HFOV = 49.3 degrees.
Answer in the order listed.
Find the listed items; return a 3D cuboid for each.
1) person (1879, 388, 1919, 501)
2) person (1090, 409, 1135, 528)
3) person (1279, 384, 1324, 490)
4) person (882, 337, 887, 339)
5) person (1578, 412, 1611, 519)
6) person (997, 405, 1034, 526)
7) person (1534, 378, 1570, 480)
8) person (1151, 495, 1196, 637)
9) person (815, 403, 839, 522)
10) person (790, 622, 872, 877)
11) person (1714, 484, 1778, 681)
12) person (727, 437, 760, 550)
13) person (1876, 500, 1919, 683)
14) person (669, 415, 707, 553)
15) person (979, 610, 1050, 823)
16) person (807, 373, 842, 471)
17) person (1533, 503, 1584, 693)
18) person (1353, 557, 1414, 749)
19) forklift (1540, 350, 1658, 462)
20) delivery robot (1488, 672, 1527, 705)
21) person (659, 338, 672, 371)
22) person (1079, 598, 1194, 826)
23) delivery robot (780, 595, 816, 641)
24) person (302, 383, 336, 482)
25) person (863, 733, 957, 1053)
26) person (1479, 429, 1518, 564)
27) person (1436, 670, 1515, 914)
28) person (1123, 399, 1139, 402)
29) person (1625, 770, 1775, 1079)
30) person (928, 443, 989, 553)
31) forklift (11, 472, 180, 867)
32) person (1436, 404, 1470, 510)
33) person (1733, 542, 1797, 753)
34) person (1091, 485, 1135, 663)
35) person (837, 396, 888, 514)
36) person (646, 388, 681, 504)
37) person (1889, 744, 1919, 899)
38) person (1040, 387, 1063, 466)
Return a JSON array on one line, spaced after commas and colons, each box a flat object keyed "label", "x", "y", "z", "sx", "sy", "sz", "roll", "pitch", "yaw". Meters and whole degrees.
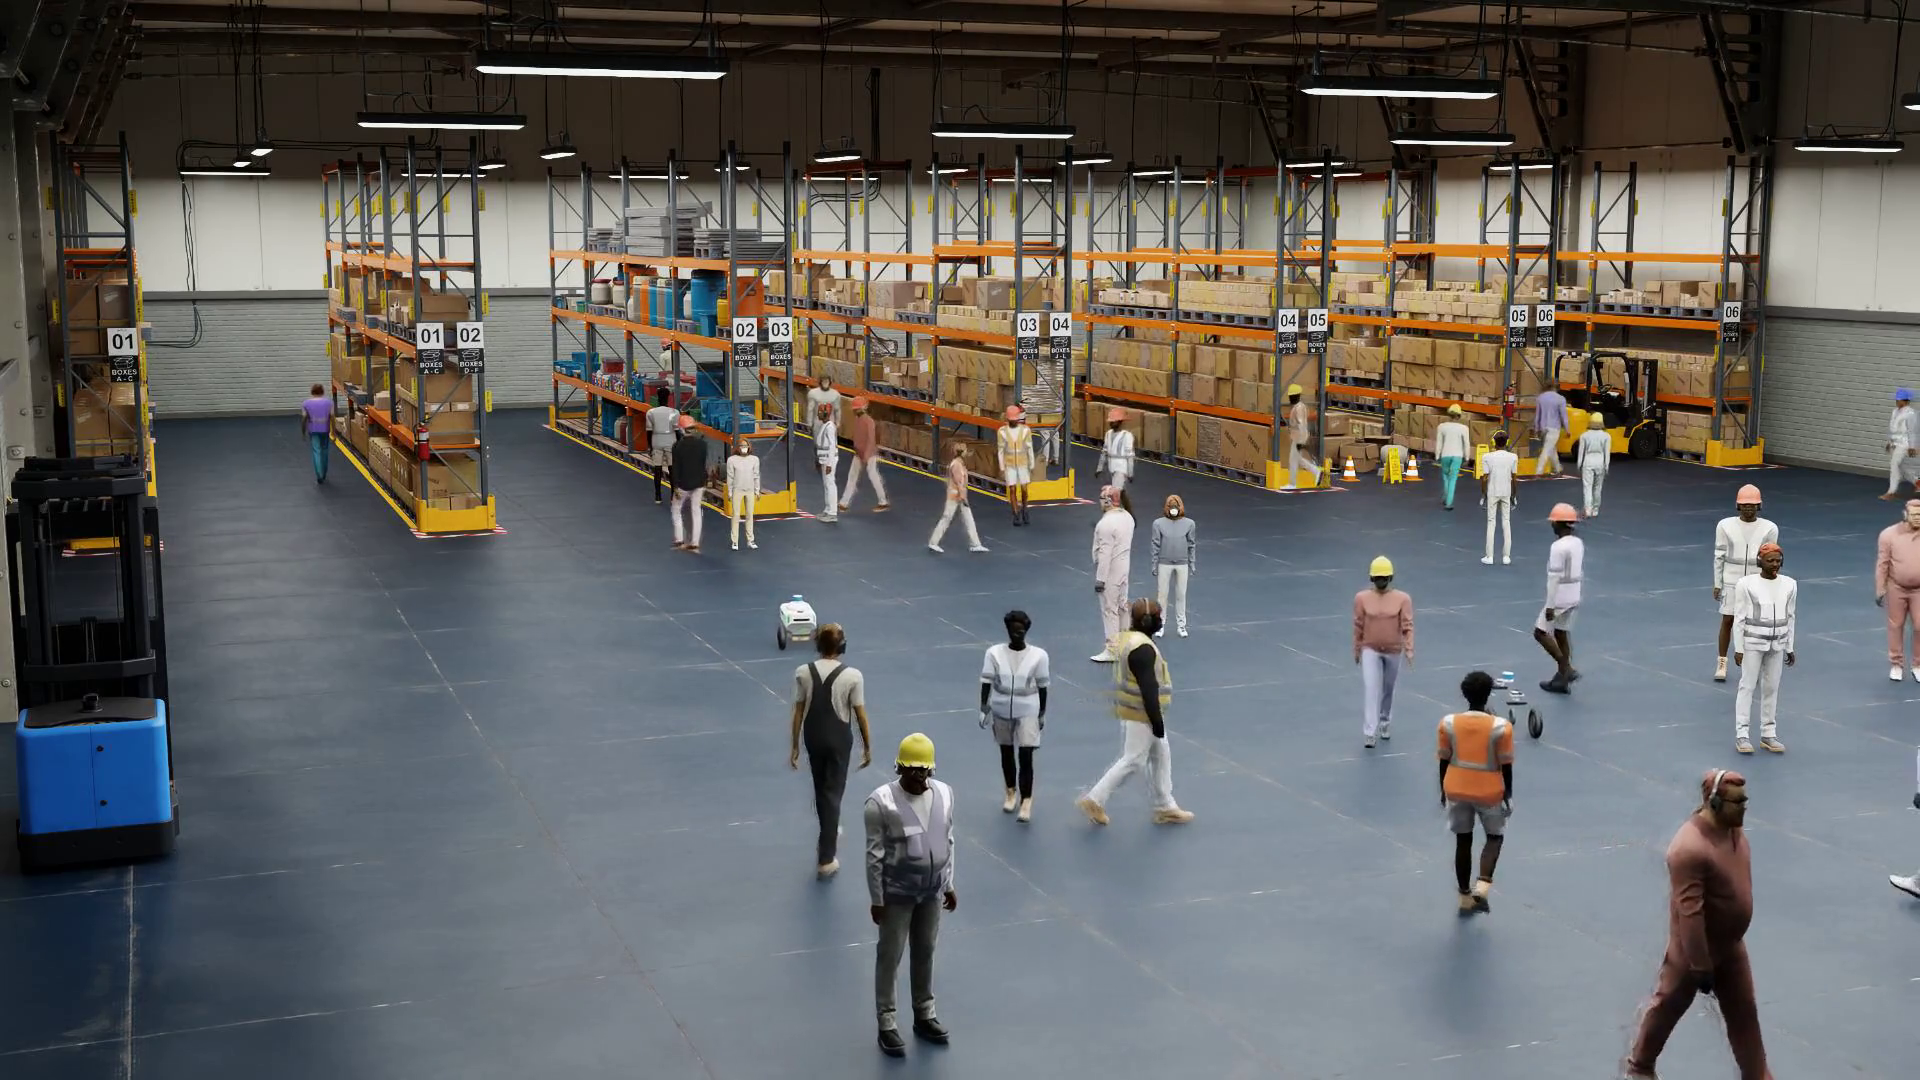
[{"label": "person", "x": 16.181, "y": -1.645, "z": 35.854, "sx": 0.749, "sy": 1.929, "sz": 0.606, "roll": 0, "pitch": 9, "yaw": 0}, {"label": "person", "x": 2.353, "y": -1.071, "z": 32.161, "sx": 0.993, "sy": 1.883, "sz": 0.569, "roll": -5, "pitch": 10, "yaw": -31}, {"label": "person", "x": 6.056, "y": -1.822, "z": 37.116, "sx": 0.699, "sy": 1.904, "sz": 0.591, "roll": 2, "pitch": 9, "yaw": 11}, {"label": "person", "x": -1.799, "y": -3.793, "z": 49.785, "sx": 0.605, "sy": 2.045, "sz": 0.383, "roll": -5, "pitch": 10, "yaw": -29}, {"label": "person", "x": 10.192, "y": -1.209, "z": 33.666, "sx": 0.495, "sy": 1.708, "sz": 0.846, "roll": 3, "pitch": 9, "yaw": 16}, {"label": "person", "x": 0.871, "y": -1.160, "z": 32.688, "sx": 0.570, "sy": 1.902, "sz": 0.601, "roll": 0, "pitch": 9, "yaw": 1}, {"label": "person", "x": 10.983, "y": -2.059, "z": 38.762, "sx": 1.007, "sy": 1.883, "sz": 0.651, "roll": -5, "pitch": 10, "yaw": -32}, {"label": "person", "x": 2.437, "y": 0.292, "z": 23.911, "sx": 0.509, "sy": 1.632, "sz": 0.266, "roll": 0, "pitch": 9, "yaw": 0}, {"label": "person", "x": -2.110, "y": -1.236, "z": 33.273, "sx": 0.357, "sy": 1.881, "sz": 0.574, "roll": -2, "pitch": 9, "yaw": -12}, {"label": "person", "x": -0.914, "y": 1.489, "z": 15.344, "sx": 0.554, "sy": 1.804, "sz": 0.898, "roll": 2, "pitch": 9, "yaw": 16}, {"label": "person", "x": 8.074, "y": 0.442, "z": 21.552, "sx": 0.606, "sy": 2.045, "sz": 0.389, "roll": 2, "pitch": 9, "yaw": 16}, {"label": "person", "x": -3.142, "y": -0.682, "z": 30.403, "sx": 0.498, "sy": 1.633, "sz": 0.285, "roll": -4, "pitch": 9, "yaw": -22}, {"label": "person", "x": 9.735, "y": 0.530, "z": 21.489, "sx": 0.646, "sy": 1.891, "sz": 0.585, "roll": 3, "pitch": 9, "yaw": 18}, {"label": "person", "x": -3.936, "y": -0.810, "z": 30.114, "sx": 0.613, "sy": 1.973, "sz": 0.606, "roll": -6, "pitch": 11, "yaw": -36}, {"label": "person", "x": 0.422, "y": 1.383, "z": 16.548, "sx": 0.543, "sy": 1.671, "sz": 0.669, "roll": 2, "pitch": 9, "yaw": 12}, {"label": "person", "x": -2.556, "y": -2.195, "z": 39.520, "sx": 0.657, "sy": 1.925, "sz": 0.494, "roll": -1, "pitch": 9, "yaw": -7}, {"label": "person", "x": 5.997, "y": 0.586, "z": 20.987, "sx": 0.402, "sy": 1.922, "sz": 0.583, "roll": 7, "pitch": 11, "yaw": 41}, {"label": "person", "x": 3.808, "y": 1.002, "z": 18.886, "sx": 0.537, "sy": 1.719, "sz": 0.904, "roll": 2, "pitch": 9, "yaw": 11}, {"label": "forklift", "x": 12.897, "y": -2.725, "z": 42.309, "sx": 2.313, "sy": 2.155, "sz": 1.214, "roll": -3, "pitch": 9, "yaw": -21}, {"label": "delivery robot", "x": 5.086, "y": 1.345, "z": 19.437, "sx": 0.335, "sy": 0.223, "sz": 0.698, "roll": 0, "pitch": 8, "yaw": 0}, {"label": "person", "x": -7.062, "y": -3.896, "z": 50.669, "sx": 0.406, "sy": 1.987, "sz": 0.615, "roll": 6, "pitch": 10, "yaw": 33}, {"label": "person", "x": 1.373, "y": 1.344, "z": 16.334, "sx": 0.858, "sy": 1.812, "sz": 0.627, "roll": 1, "pitch": 9, "yaw": 4}, {"label": "delivery robot", "x": -1.818, "y": 0.864, "z": 23.511, "sx": 0.477, "sy": 0.478, "sz": 0.707, "roll": -2, "pitch": 9, "yaw": -10}, {"label": "person", "x": -11.785, "y": -1.977, "z": 38.495, "sx": 0.582, "sy": 1.804, "sz": 0.952, "roll": -3, "pitch": 9, "yaw": -22}, {"label": "person", "x": -0.263, "y": 1.988, "z": 11.958, "sx": 0.592, "sy": 1.829, "sz": 0.404, "roll": -6, "pitch": 10, "yaw": -33}, {"label": "person", "x": 7.478, "y": -0.602, "z": 29.075, "sx": 0.513, "sy": 1.877, "sz": 0.328, "roll": 0, "pitch": 9, "yaw": 2}, {"label": "person", "x": 3.483, "y": 1.721, "z": 14.204, "sx": 0.538, "sy": 1.682, "sz": 0.392, "roll": 4, "pitch": 10, "yaw": 27}, {"label": "person", "x": 4.047, "y": -3.727, "z": 50.091, "sx": 0.612, "sy": 1.813, "sz": 0.423, "roll": -6, "pitch": 10, "yaw": -34}, {"label": "person", "x": 3.963, "y": 2.119, "z": 10.995, "sx": 0.668, "sy": 1.851, "sz": 0.989, "roll": -8, "pitch": 11, "yaw": -41}, {"label": "person", "x": -0.060, "y": -0.603, "z": 30.018, "sx": 0.872, "sy": 1.592, "sz": 0.519, "roll": 2, "pitch": 9, "yaw": 14}, {"label": "forklift", "x": -6.630, "y": 0.886, "z": 15.957, "sx": 1.129, "sy": 2.768, "sz": 1.873, "roll": -3, "pitch": 9, "yaw": -21}, {"label": "person", "x": 8.214, "y": -1.394, "z": 34.831, "sx": 0.544, "sy": 1.719, "sz": 0.896, "roll": 4, "pitch": 9, "yaw": 25}, {"label": "person", "x": 7.168, "y": 0.956, "z": 18.662, "sx": 0.574, "sy": 1.883, "sz": 0.356, "roll": -1, "pitch": 9, "yaw": -9}, {"label": "person", "x": 1.622, "y": 0.358, "z": 22.576, "sx": 0.403, "sy": 1.904, "sz": 0.651, "roll": 5, "pitch": 10, "yaw": 29}, {"label": "person", "x": -1.601, "y": -1.379, "z": 34.067, "sx": 1.069, "sy": 1.925, "sz": 0.624, "roll": -6, "pitch": 11, "yaw": -36}, {"label": "person", "x": -4.998, "y": -1.596, "z": 35.417, "sx": 0.602, "sy": 1.959, "sz": 0.379, "roll": 0, "pitch": 9, "yaw": 3}, {"label": "person", "x": 6.771, "y": 1.648, "z": 14.188, "sx": 0.646, "sy": 1.847, "sz": 0.994, "roll": -5, "pitch": 10, "yaw": -29}, {"label": "person", "x": 1.720, "y": -2.379, "z": 41.042, "sx": 0.623, "sy": 1.841, "sz": 0.430, "roll": -6, "pitch": 11, "yaw": -37}]
